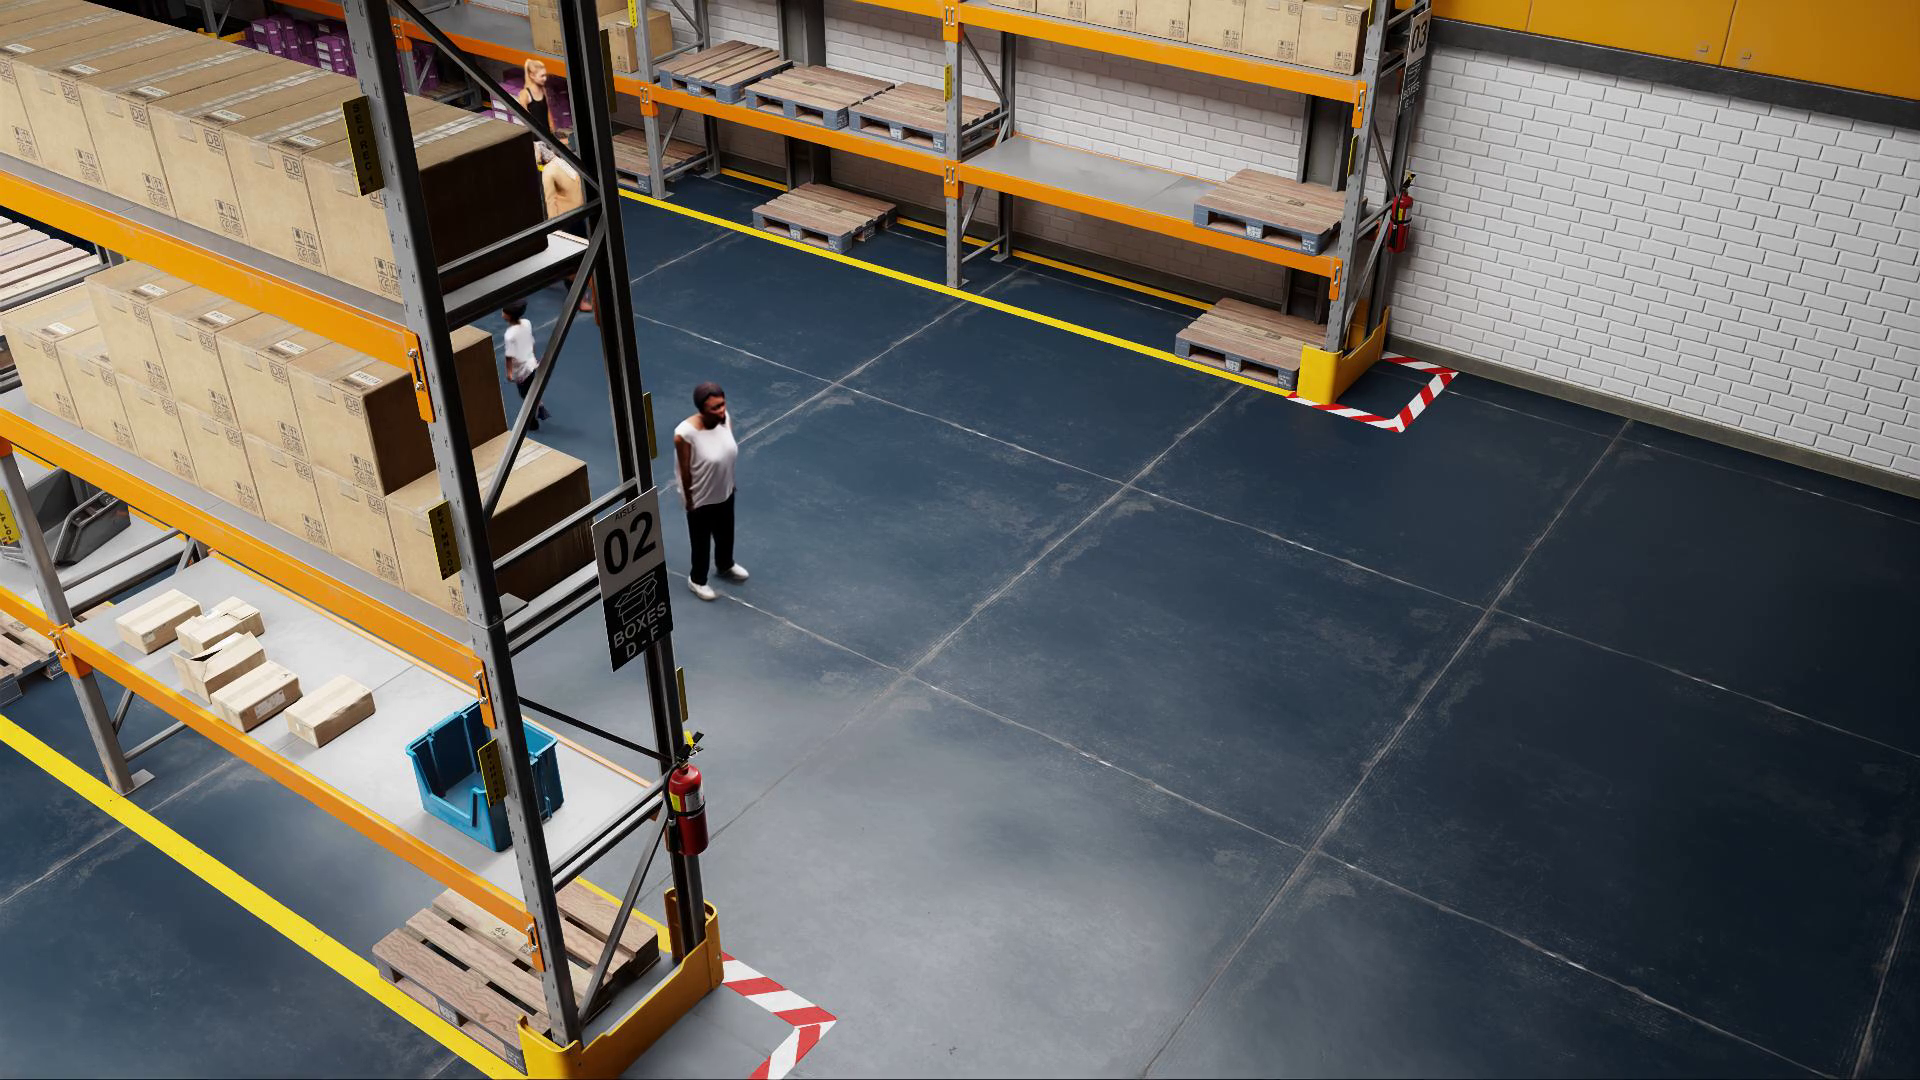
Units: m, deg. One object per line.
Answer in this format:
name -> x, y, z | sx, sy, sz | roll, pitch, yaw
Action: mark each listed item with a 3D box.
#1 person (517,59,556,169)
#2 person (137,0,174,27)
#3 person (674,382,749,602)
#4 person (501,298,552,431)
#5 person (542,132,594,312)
person -> -4.365, -4.092, 17.220 | 0.773, 1.839, 0.873 | 15, 36, 21
person -> -11.119, -7.707, 22.691 | 0.763, 1.803, 0.816 | -7, 34, -10
person -> -1.764, -0.369, 11.763 | 0.633, 1.679, 0.667 | 25, 41, 32
person -> -3.579, -1.467, 13.798 | 0.600, 1.254, 0.566 | 12, 35, 18
person -> -3.730, -3.027, 15.701 | 0.672, 1.746, 0.666 | 20, 39, 27
